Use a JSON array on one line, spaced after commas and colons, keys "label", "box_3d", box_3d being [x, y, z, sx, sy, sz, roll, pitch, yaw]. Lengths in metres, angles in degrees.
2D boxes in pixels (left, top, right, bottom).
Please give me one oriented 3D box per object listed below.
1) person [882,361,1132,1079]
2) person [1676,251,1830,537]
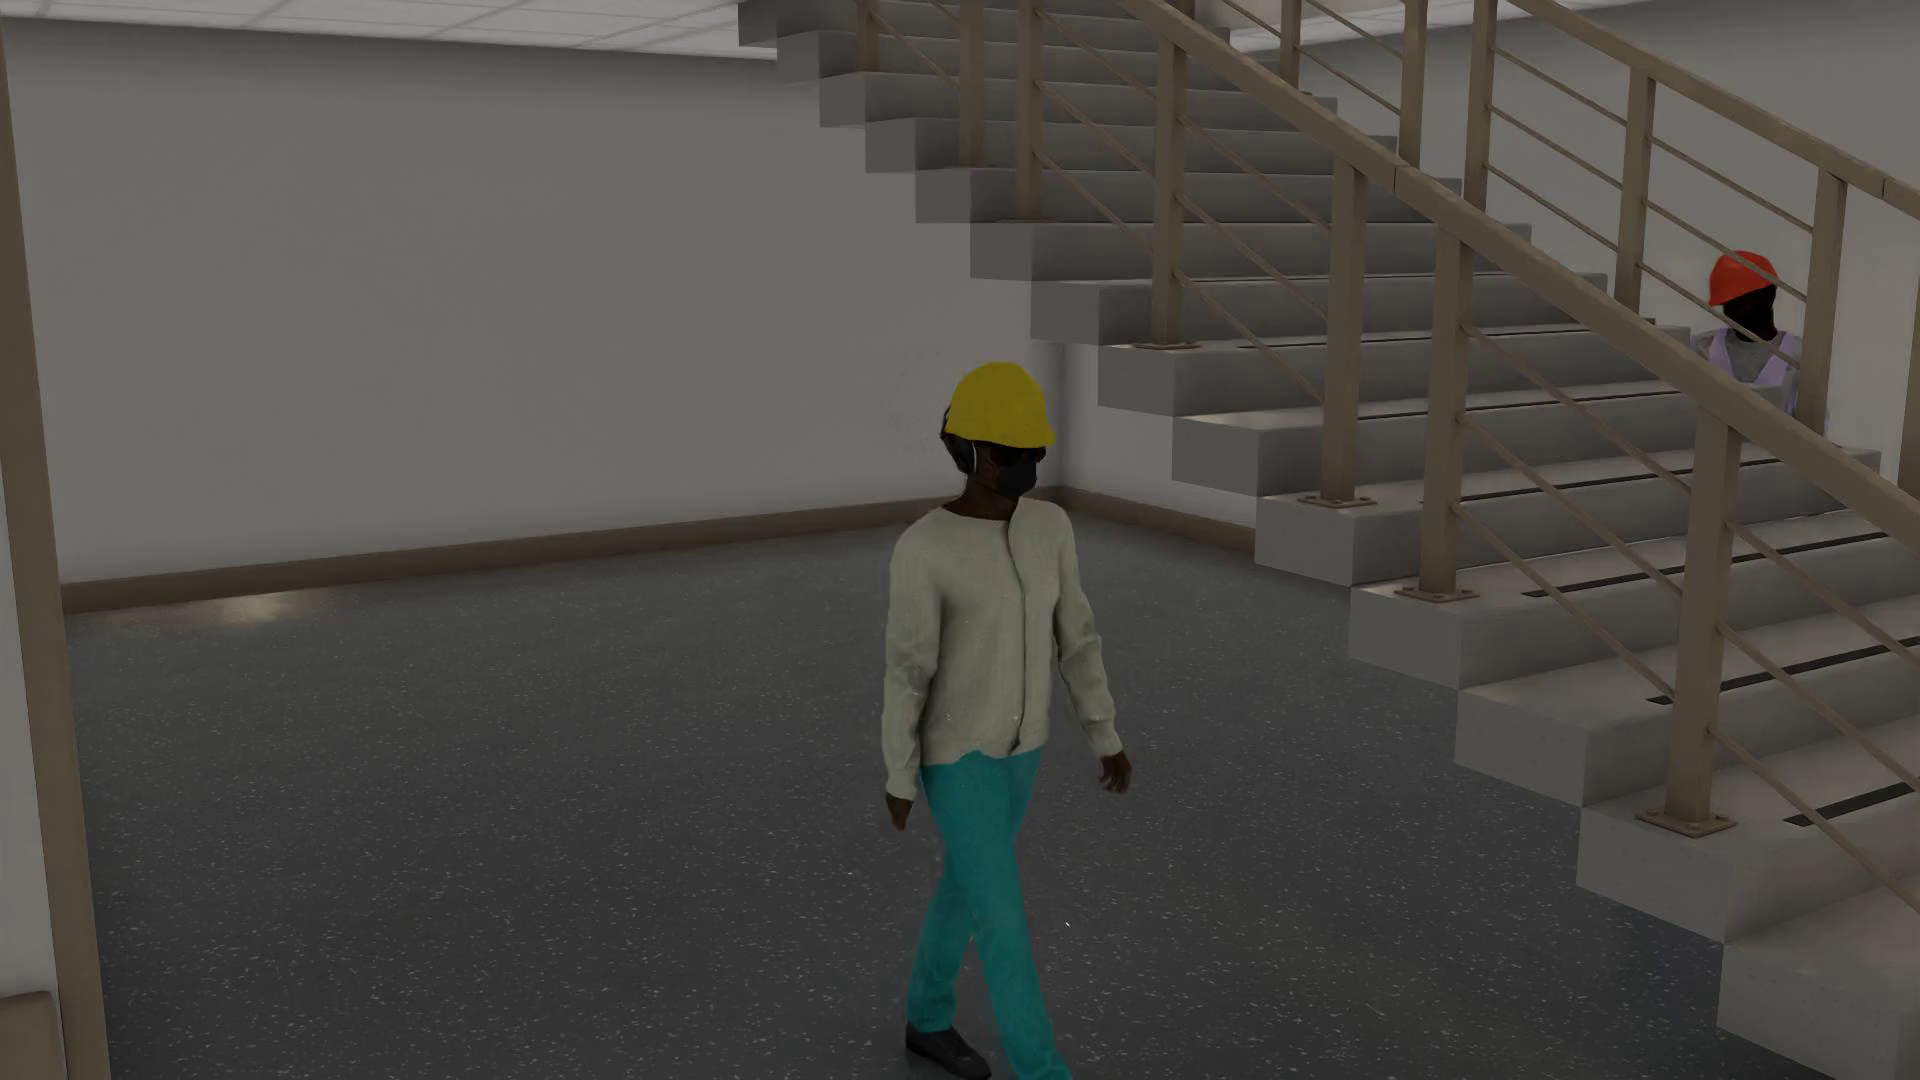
[{"label": "person", "box_3d": [0.135, 0.479, 3.668, 0.882, 1.727, 0.528, 10, 15, 42]}, {"label": "person", "box_3d": [3.176, -0.201, 6.734, 0.614, 1.915, 0.424, 7, 13, 33]}]
